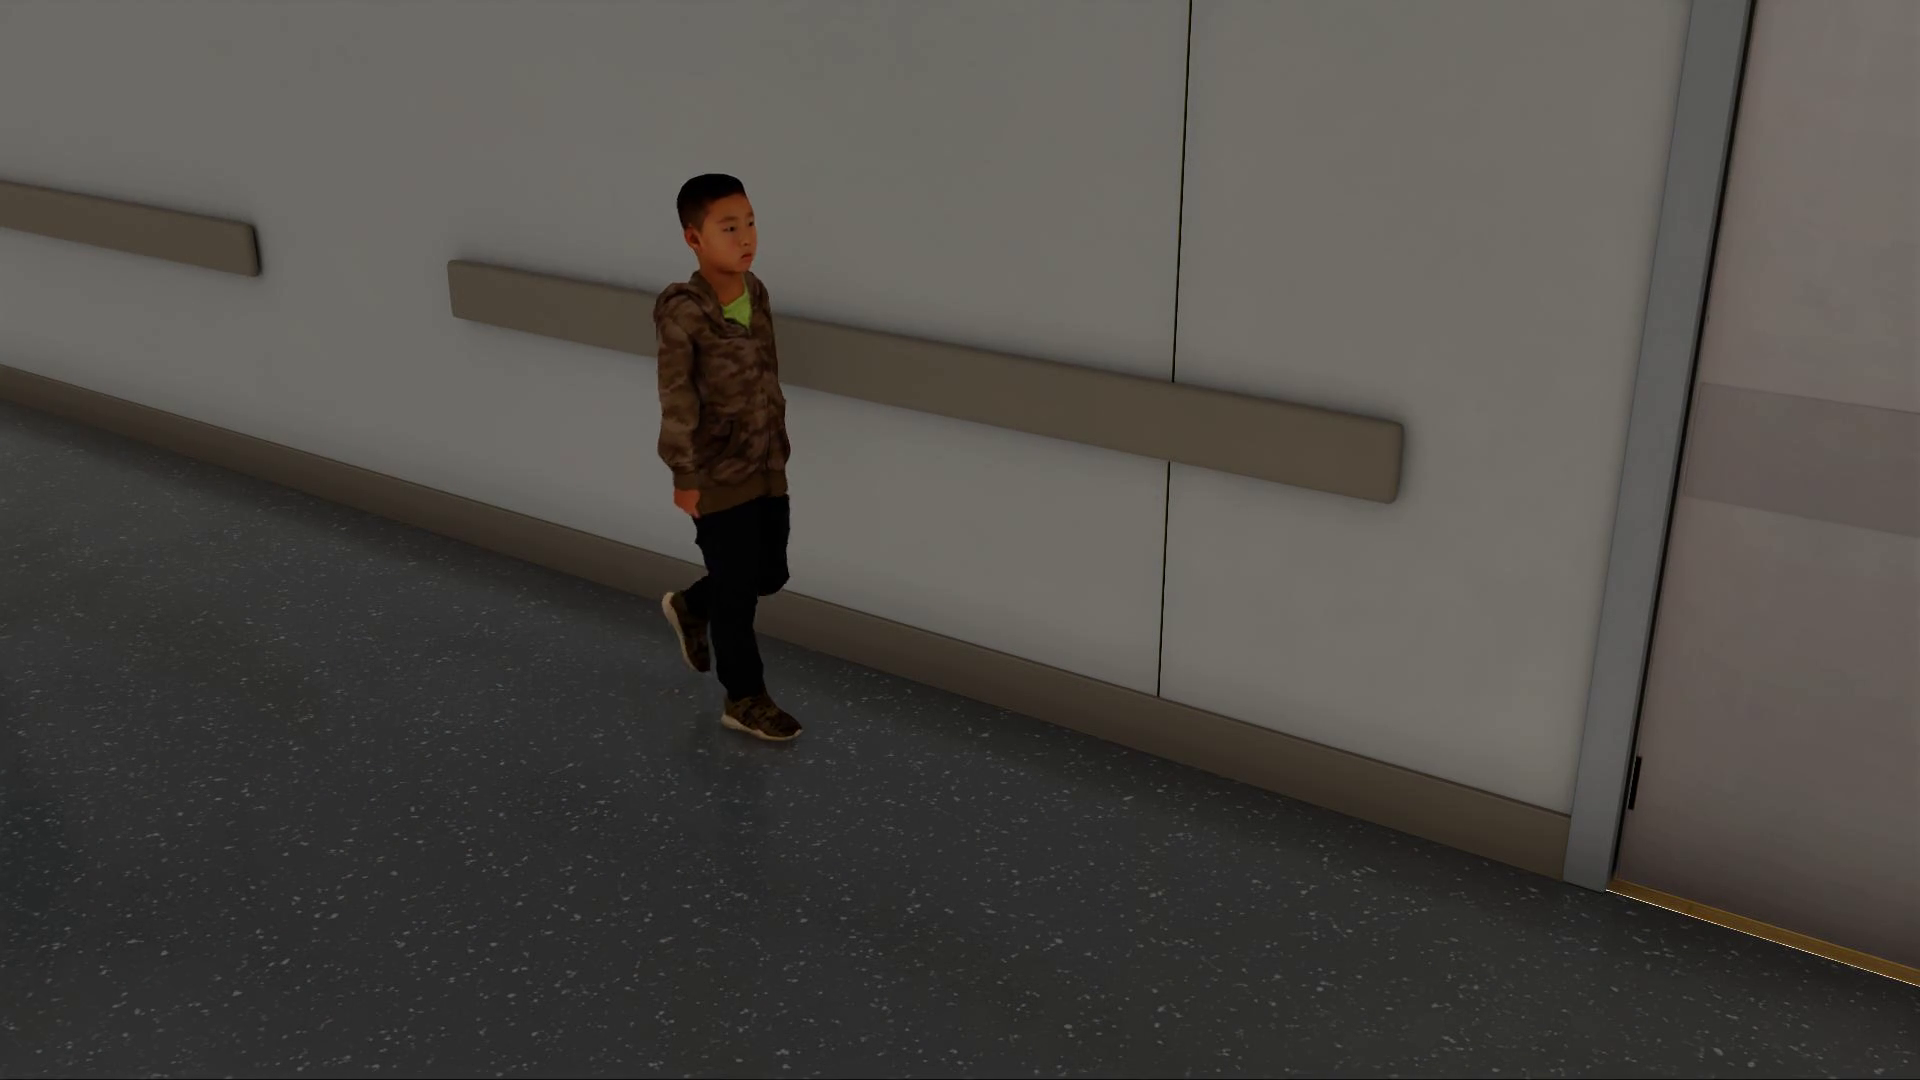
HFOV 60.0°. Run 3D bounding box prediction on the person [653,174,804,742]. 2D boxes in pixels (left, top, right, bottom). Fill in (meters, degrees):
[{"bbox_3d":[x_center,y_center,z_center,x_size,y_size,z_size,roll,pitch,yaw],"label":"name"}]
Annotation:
[{"bbox_3d":[-0.633,-0.205,4.280,0.619,1.443,0.707,14,25,33],"label":"person"}]
